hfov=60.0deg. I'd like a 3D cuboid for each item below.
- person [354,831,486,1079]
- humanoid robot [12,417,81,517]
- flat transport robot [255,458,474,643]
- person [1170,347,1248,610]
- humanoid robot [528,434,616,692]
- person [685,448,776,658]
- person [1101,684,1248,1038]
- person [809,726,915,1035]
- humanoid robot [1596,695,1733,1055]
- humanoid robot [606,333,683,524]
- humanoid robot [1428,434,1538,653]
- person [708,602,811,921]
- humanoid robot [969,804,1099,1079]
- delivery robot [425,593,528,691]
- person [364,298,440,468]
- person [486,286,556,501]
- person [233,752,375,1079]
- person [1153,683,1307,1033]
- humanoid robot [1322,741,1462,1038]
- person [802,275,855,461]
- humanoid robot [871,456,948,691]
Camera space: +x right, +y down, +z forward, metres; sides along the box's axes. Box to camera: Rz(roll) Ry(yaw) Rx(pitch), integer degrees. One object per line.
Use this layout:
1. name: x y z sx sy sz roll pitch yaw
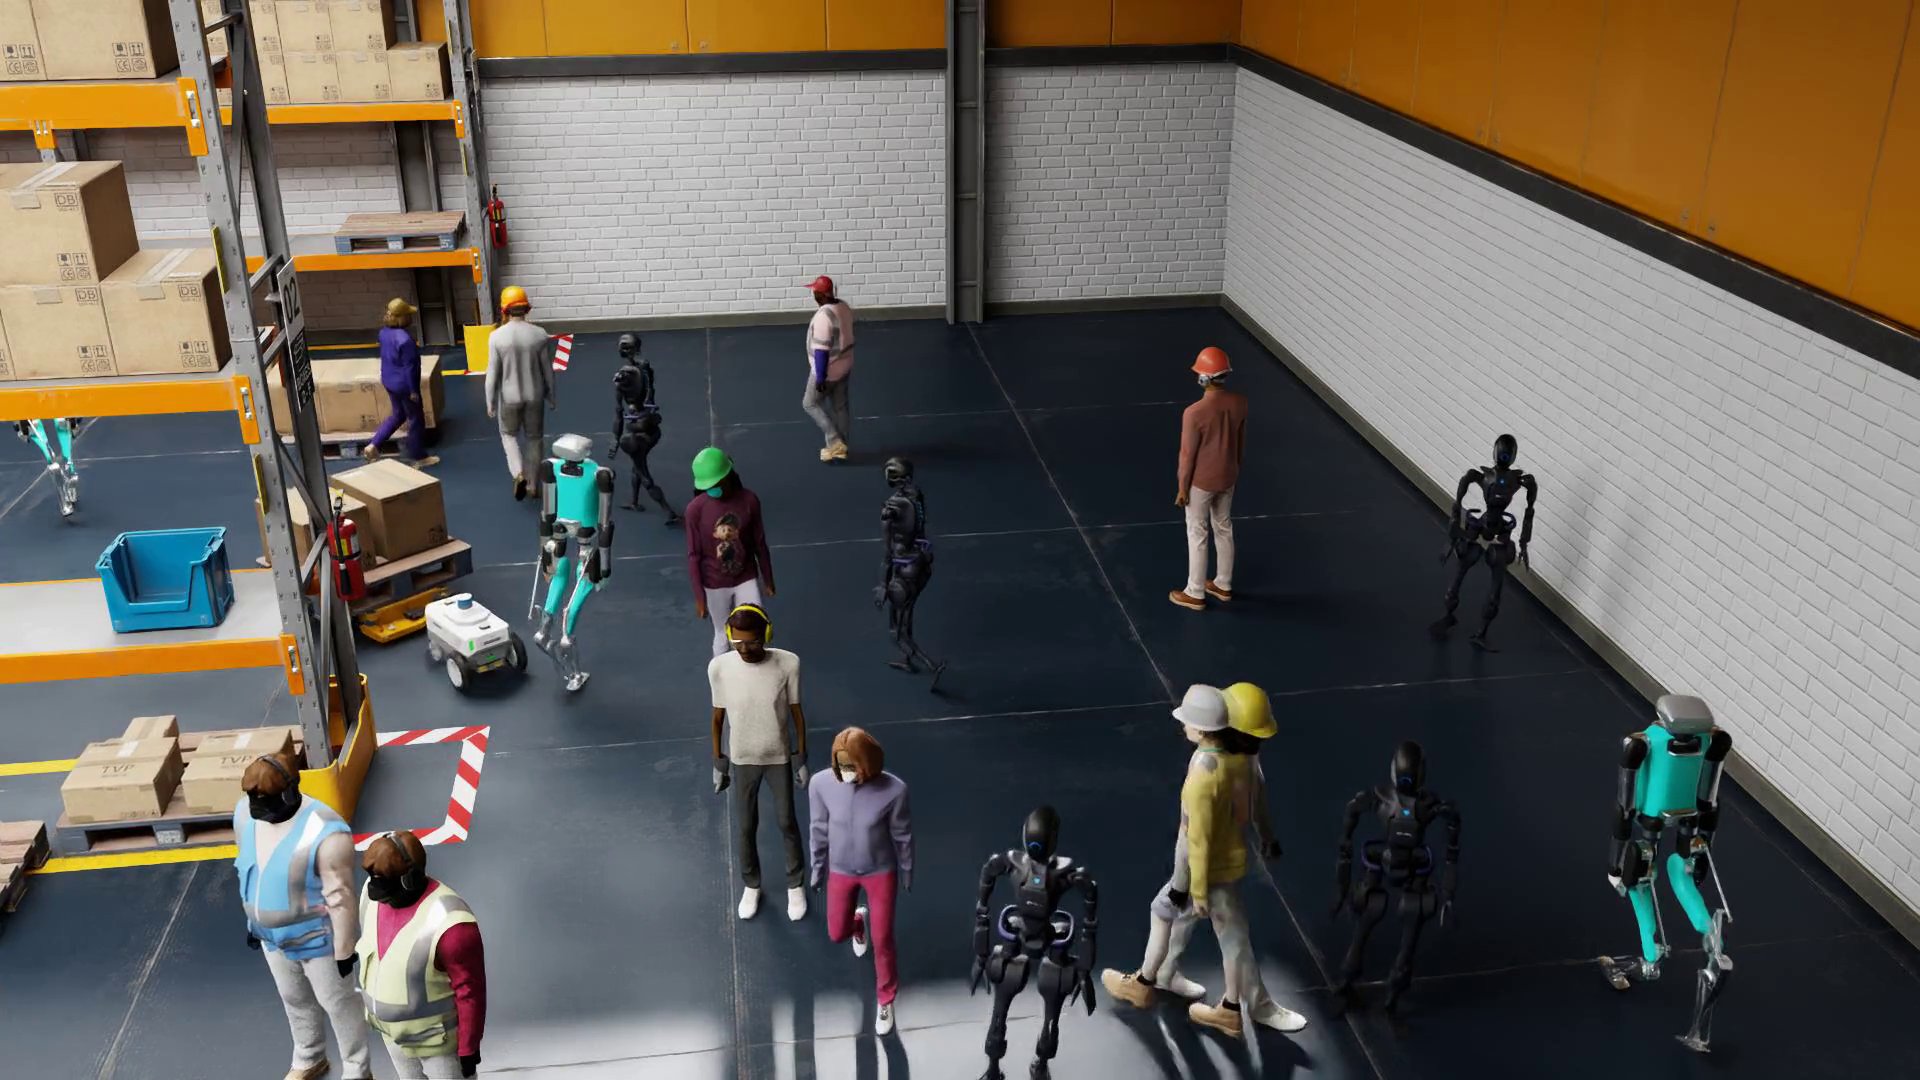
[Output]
1. person: -2.221 2.002 6.880 0.635 1.841 0.429 15 28 31
2. humanoid robot: -7.509 -0.961 13.743 0.557 1.742 0.963 -16 28 -32
3. flat transport robot: -4.438 0.388 12.512 1.431 0.231 0.659 20 30 37
4. person: 1.838 -0.462 12.316 0.608 1.987 0.399 -15 28 -31
5. humanoid robot: -2.621 0.225 11.055 0.559 1.784 0.701 7 25 16
6. person: -1.451 0.290 10.715 0.571 1.893 0.828 -6 25 -14
7. person: 1.085 1.498 8.004 0.849 1.856 0.488 19 30 37
8. person: -0.465 1.582 8.105 0.507 1.606 0.574 3 24 7
9. humanoid robot: 3.422 1.652 7.865 0.537 1.770 1.034 -3 24 -7
10. humanoid robot: -2.650 -0.918 13.813 0.746 1.647 0.600 10 26 21
11. humanoid robot: 3.697 -0.007 11.672 0.609 1.645 0.478 4 24 9
12. person: -1.047 1.169 8.768 0.521 1.855 0.337 -1 24 -1
13. humanoid robot: 0.325 1.860 7.441 0.599 1.650 0.392 4 24 9
14. delivery robot: -3.403 0.648 11.530 0.499 0.566 0.739 -20 31 -38
15. person: -5.043 -1.363 14.841 0.594 1.605 0.465 -21 32 -40
16. person: -3.730 -1.213 14.176 0.602 1.871 0.582 -9 25 -20
17. person: -2.944 1.758 7.448 0.624 1.840 0.429 11 26 24
18. person: 1.326 1.508 7.951 0.908 1.876 0.605 11 26 23
19. humanoid robot: 2.074 1.646 7.914 0.616 1.640 0.409 4 24 9
20. person: -1.180 -1.547 15.090 0.435 1.743 0.625 12 26 25
21. humanoid robot: -0.309 0.208 11.180 0.554 1.639 0.606 11 26 23
